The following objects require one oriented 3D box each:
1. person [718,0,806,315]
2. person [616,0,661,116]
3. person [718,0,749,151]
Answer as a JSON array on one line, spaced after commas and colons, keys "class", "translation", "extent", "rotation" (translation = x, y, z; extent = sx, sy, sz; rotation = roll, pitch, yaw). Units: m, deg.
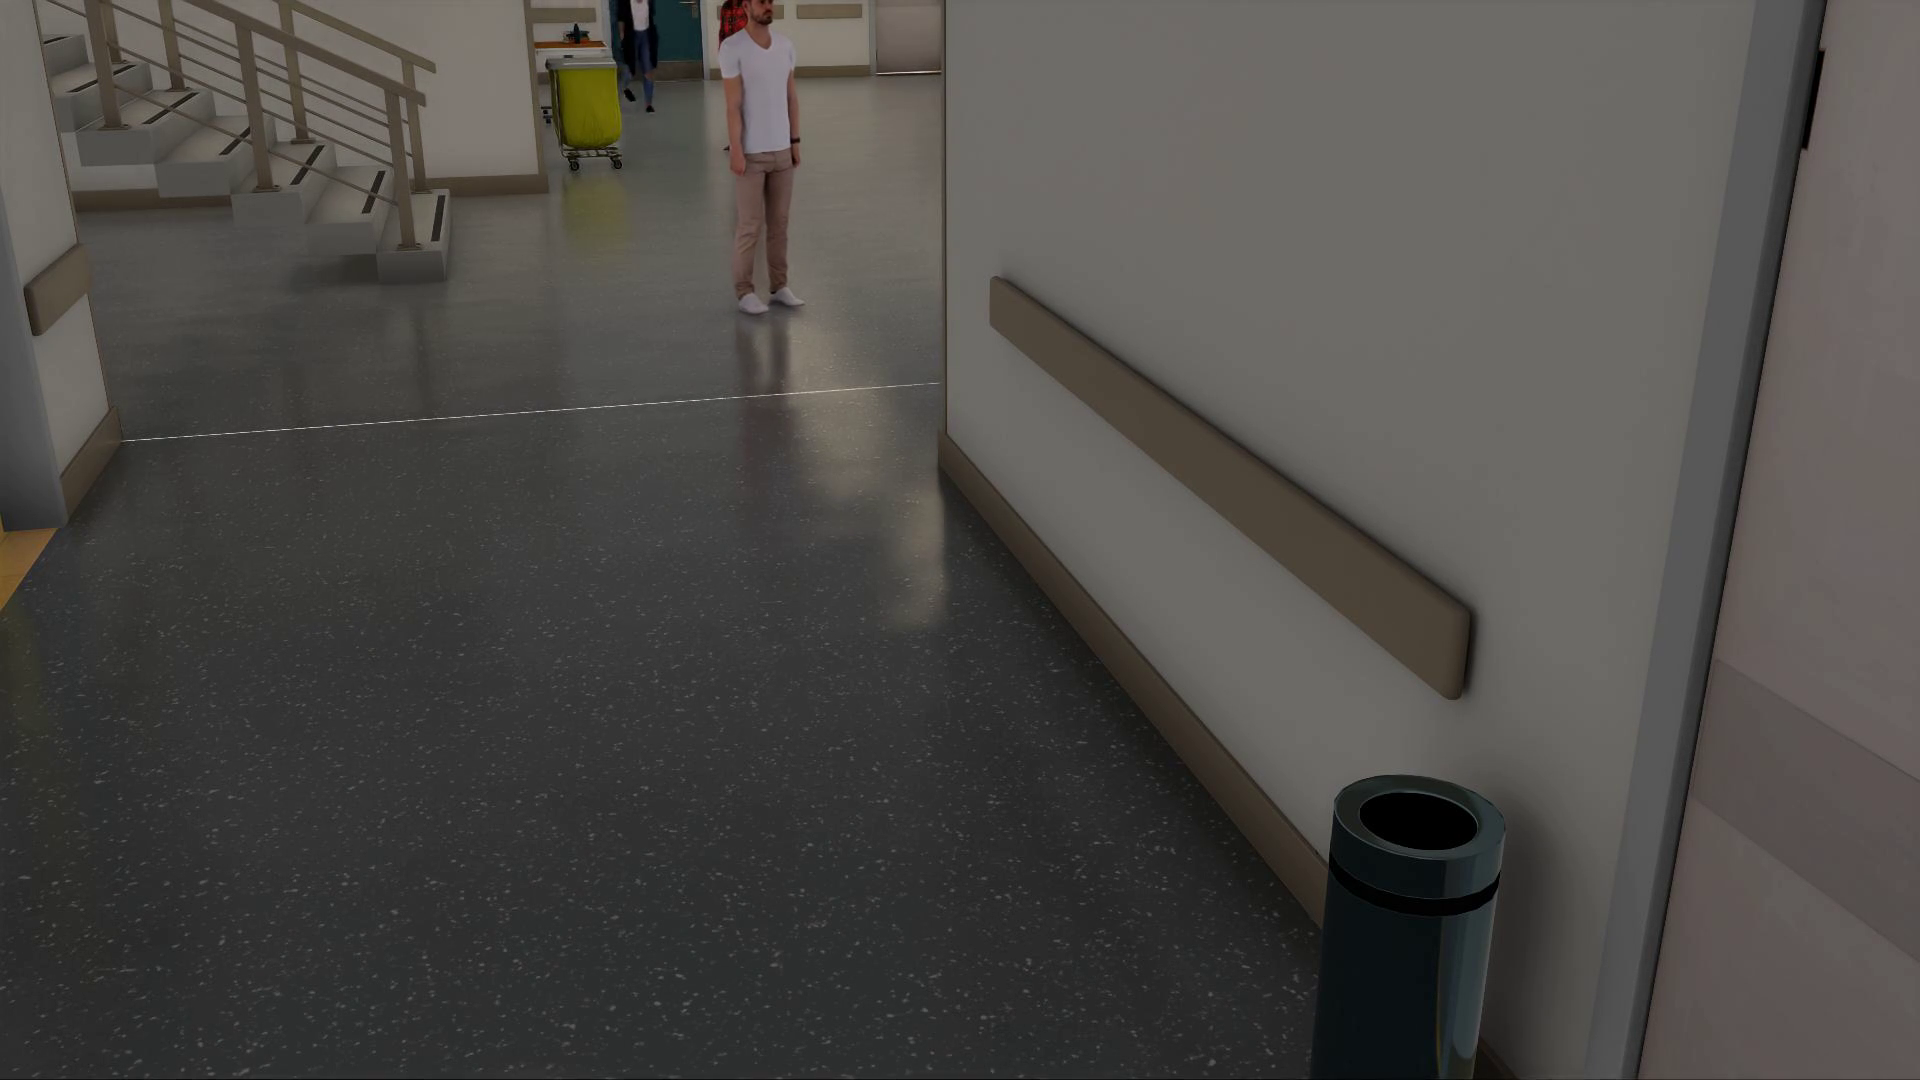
[{"class": "person", "translation": [-1.151, -2.257, 9.588], "extent": [0.679, 1.883, 0.816], "rotation": [-18, 27, -39]}, {"class": "person", "translation": [-3.716, -5.726, 19.059], "extent": [0.967, 1.662, 0.836], "rotation": [-12, 24, -30]}, {"class": "person", "translation": [-2.124, -4.631, 16.111], "extent": [0.701, 1.703, 0.754], "rotation": [13, 24, 30]}]
